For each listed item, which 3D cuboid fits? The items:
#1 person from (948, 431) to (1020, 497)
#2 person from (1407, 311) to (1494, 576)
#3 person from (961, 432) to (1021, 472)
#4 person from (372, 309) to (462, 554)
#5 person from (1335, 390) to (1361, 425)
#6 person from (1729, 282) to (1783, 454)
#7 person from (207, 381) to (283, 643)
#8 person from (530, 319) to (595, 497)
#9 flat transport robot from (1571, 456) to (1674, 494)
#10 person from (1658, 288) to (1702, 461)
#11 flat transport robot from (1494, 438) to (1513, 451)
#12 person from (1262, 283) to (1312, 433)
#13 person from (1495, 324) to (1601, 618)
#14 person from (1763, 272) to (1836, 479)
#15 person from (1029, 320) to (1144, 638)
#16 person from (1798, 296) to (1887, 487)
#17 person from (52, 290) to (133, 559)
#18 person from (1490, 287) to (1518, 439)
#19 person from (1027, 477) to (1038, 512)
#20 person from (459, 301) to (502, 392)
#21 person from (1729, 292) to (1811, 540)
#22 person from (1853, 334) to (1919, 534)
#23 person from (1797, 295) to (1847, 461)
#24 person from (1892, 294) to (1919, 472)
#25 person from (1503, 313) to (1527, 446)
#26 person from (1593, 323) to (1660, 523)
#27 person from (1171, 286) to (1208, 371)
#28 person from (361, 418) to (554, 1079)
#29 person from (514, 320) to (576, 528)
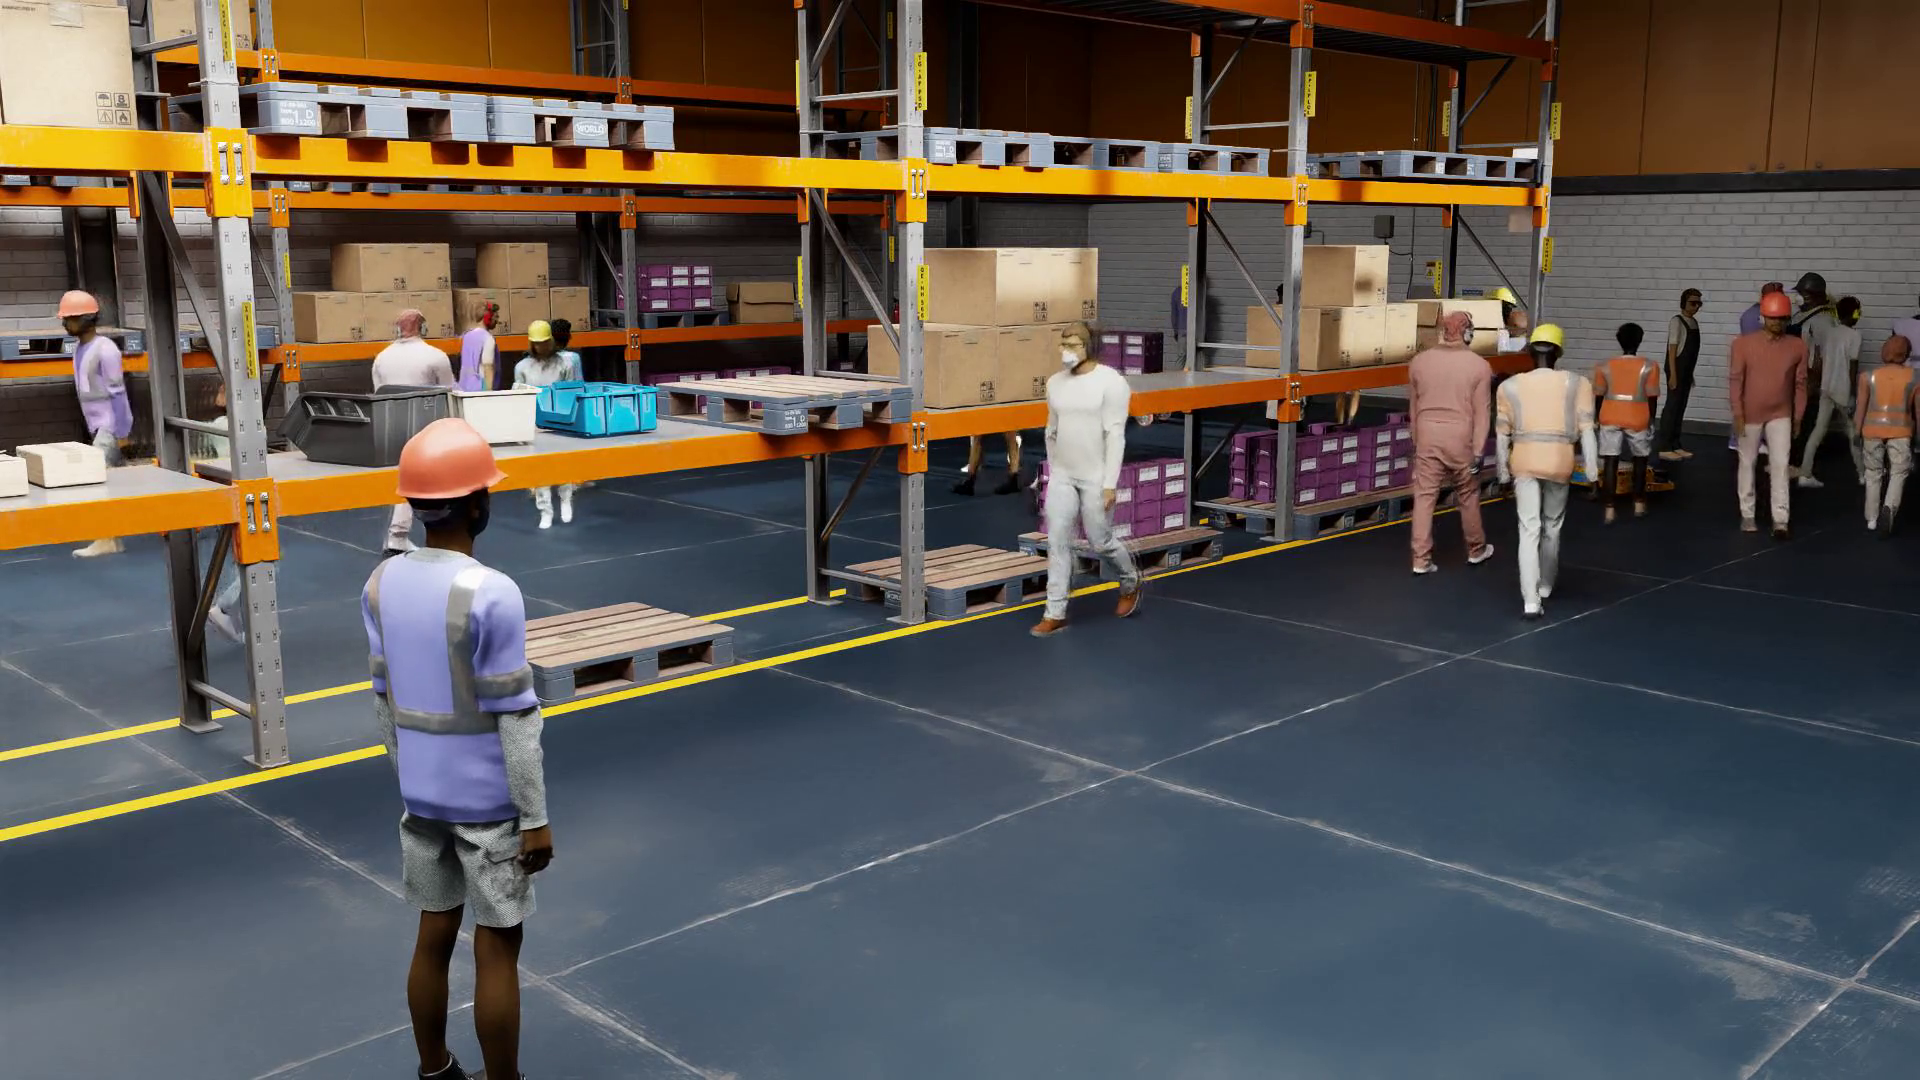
[{"bbox_3d":[0.263,-1.325,15.230,0.579,1.902,0.911,9,14,40],"label":"person"},{"bbox_3d":[3.549,-0.700,11.942,0.647,1.870,0.926,8,13,37],"label":"person"},{"bbox_3d":[0.306,-1.636,17.097,0.517,1.852,0.734,9,14,42],"label":"person"},{"bbox_3d":[-4.145,-0.841,12.777,0.649,1.847,1.040,5,11,24],"label":"person"},{"bbox_3d":[4.554,-2.110,19.515,0.548,1.916,0.754,4,11,20],"label":"person"},{"bbox_3d":[8.904,-1.902,18.443,0.404,1.895,0.662,-2,11,-12],"label":"person"},{"bbox_3d":[-4.217,-0.170,9.695,0.511,1.621,0.448,7,13,34],"label":"person"},{"bbox_3d":[-3.702,-1.205,15.300,0.538,1.651,0.866,7,12,32],"label":"person"},{"bbox_3d":[6.073,-0.648,16.006,0.652,0.197,1.431,-5,11,-24],"label":"flat transport robot"},{"bbox_3d":[7.760,-1.777,17.879,0.505,1.842,0.345,-10,14,-43],"label":"person"},{"bbox_3d":[5.735,-0.904,17.405,0.652,0.197,1.431,-3,11,-14],"label":"flat transport robot"},{"bbox_3d":[3.128,-1.479,15.913,0.368,1.966,0.603,-10,14,-43],"label":"person"},{"bbox_3d":[3.760,-0.448,10.658,0.663,1.840,1.028,3,11,17],"label":"person"},{"bbox_3d":[8.341,-1.635,16.558,0.538,2.000,0.683,1,10,3],"label":"person"},{"bbox_3d":[0.790,-0.385,10.119,0.633,1.913,0.849,9,13,39],"label":"person"},{"bbox_3d":[8.468,-1.404,15.911,0.962,1.814,0.542,-3,11,-18],"label":"person"},{"bbox_3d":[-6.376,-0.894,12.642,0.609,2.013,0.847,9,14,42],"label":"person"},{"bbox_3d":[5.434,-1.677,17.242,0.789,1.889,0.587,0,10,-2],"label":"person"},{"bbox_3d":[0.920,-1.005,14.287,0.674,1.619,0.519,-7,12,-34],"label":"person"},{"bbox_3d":[-4.586,-1.377,15.862,0.988,1.791,0.577,-9,14,-40],"label":"person"},{"bbox_3d":[6.430,-0.982,13.243,0.602,1.946,0.979,3,11,18],"label":"person"},{"bbox_3d":[7.456,-0.837,13.368,0.523,1.621,0.635,7,13,34],"label":"person"},{"bbox_3d":[9.171,-1.725,17.764,0.920,1.767,0.596,-2,11,-10],"label":"person"},{"bbox_3d":[9.871,-1.643,17.071,0.608,1.877,0.991,7,13,35],"label":"person"},{"bbox_3d":[5.779,-1.578,17.453,0.505,1.599,0.649,-4,11,-22],"label":"person"},{"bbox_3d":[5.646,-0.997,14.089,0.546,1.668,0.769,6,12,30],"label":"person"},{"bbox_3d":[3.450,-3.122,24.948,0.355,1.938,0.636,-10,14,-42],"label":"person"},{"bbox_3d":[-1.286,0.651,4.366,0.544,1.943,0.347,6,12,30],"label":"person"},{"bbox_3d":[-3.376,-0.941,13.650,0.528,1.719,0.419,-1,10,-7],"label":"person"}]
